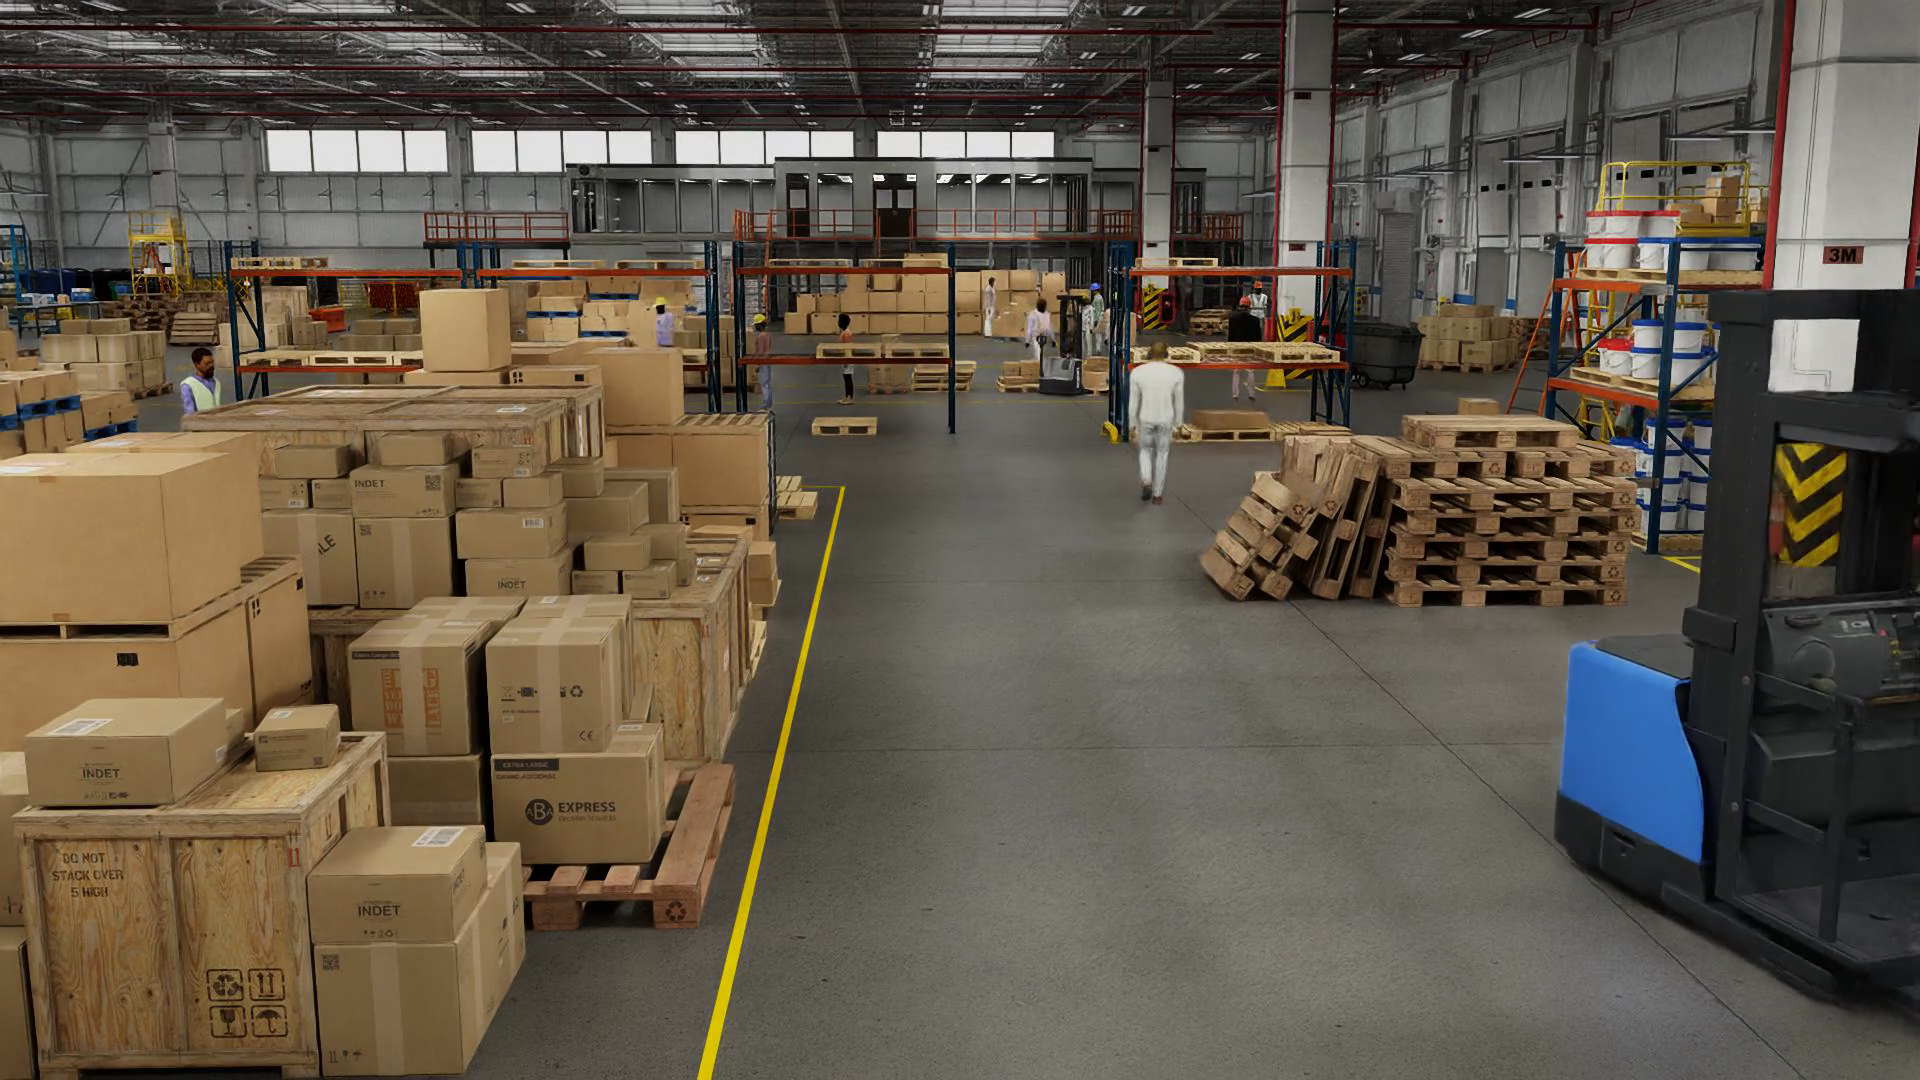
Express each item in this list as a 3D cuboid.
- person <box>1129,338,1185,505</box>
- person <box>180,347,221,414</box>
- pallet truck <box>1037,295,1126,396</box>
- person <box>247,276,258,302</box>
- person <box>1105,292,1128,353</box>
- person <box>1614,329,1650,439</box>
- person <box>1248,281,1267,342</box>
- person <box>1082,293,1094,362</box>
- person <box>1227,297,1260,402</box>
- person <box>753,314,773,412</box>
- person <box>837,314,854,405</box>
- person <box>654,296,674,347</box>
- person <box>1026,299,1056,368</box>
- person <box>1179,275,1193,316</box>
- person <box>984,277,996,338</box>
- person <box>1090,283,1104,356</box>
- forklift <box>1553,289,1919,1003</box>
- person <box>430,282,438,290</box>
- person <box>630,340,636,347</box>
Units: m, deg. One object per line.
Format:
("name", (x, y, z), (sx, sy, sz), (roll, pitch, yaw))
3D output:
("person", (2.283, -1.370, 19.261), (0.637, 1.922, 0.452), (2, 10, 9))
("person", (-8.072, -1.096, 17.770), (0.394, 1.919, 0.590), (1, 10, 8))
("pallet truck", (2.483, -3.881, 33.060), (1.885, 1.965, 0.823), (-7, 13, -36))
("person", (-21.350, -7.043, 50.643), (0.694, 2.011, 0.720), (0, 10, -1))
("person", (3.475, -4.517, 36.850), (0.582, 1.917, 0.421), (-4, 11, -19))
("person", (8.925, -1.806, 21.790), (0.545, 1.907, 0.909), (-7, 12, -34))
("person", (8.243, -6.196, 46.124), (0.545, 1.938, 0.361), (-1, 10, -4))
("person", (3.142, -5.355, 41.977), (0.484, 1.745, 0.307), (8, 13, 38))
("person", (5.387, -3.618, 31.603), (0.612, 1.995, 0.393), (2, 10, 11))
("person", (-3.498, -3.107, 29.417), (0.325, 1.760, 0.523), (2, 10, 12))
("person", (-2.135, -3.363, 31.009), (0.322, 1.697, 0.530), (-2, 10, -12))
("person", (-6.153, -4.151, 34.833), (0.596, 1.902, 0.664), (8, 13, 38))
("person", (1.761, -4.368, 36.357), (0.663, 1.797, 0.965), (-9, 14, -41))
("person", (9.177, -10.054, 67.510), (0.638, 1.974, 0.652), (8, 13, 38))
("person", (0.956, -7.310, 52.373), (0.368, 1.932, 0.623), (2, 10, 10))
("person", (3.640, -5.867, 44.265), (0.395, 1.947, 0.604), (1, 10, 5))
("forklift", (3.694, 0.291, 7.360), (1.129, 2.768, 1.873), (-3, 11, -16))
("person", (-15.610, -6.773, 49.660), (0.553, 1.813, 0.922), (8, 13, 39))
("person", (-4.248, -1.643, 21.161), (0.966, 1.809, 0.525), (-10, 14, -44))
